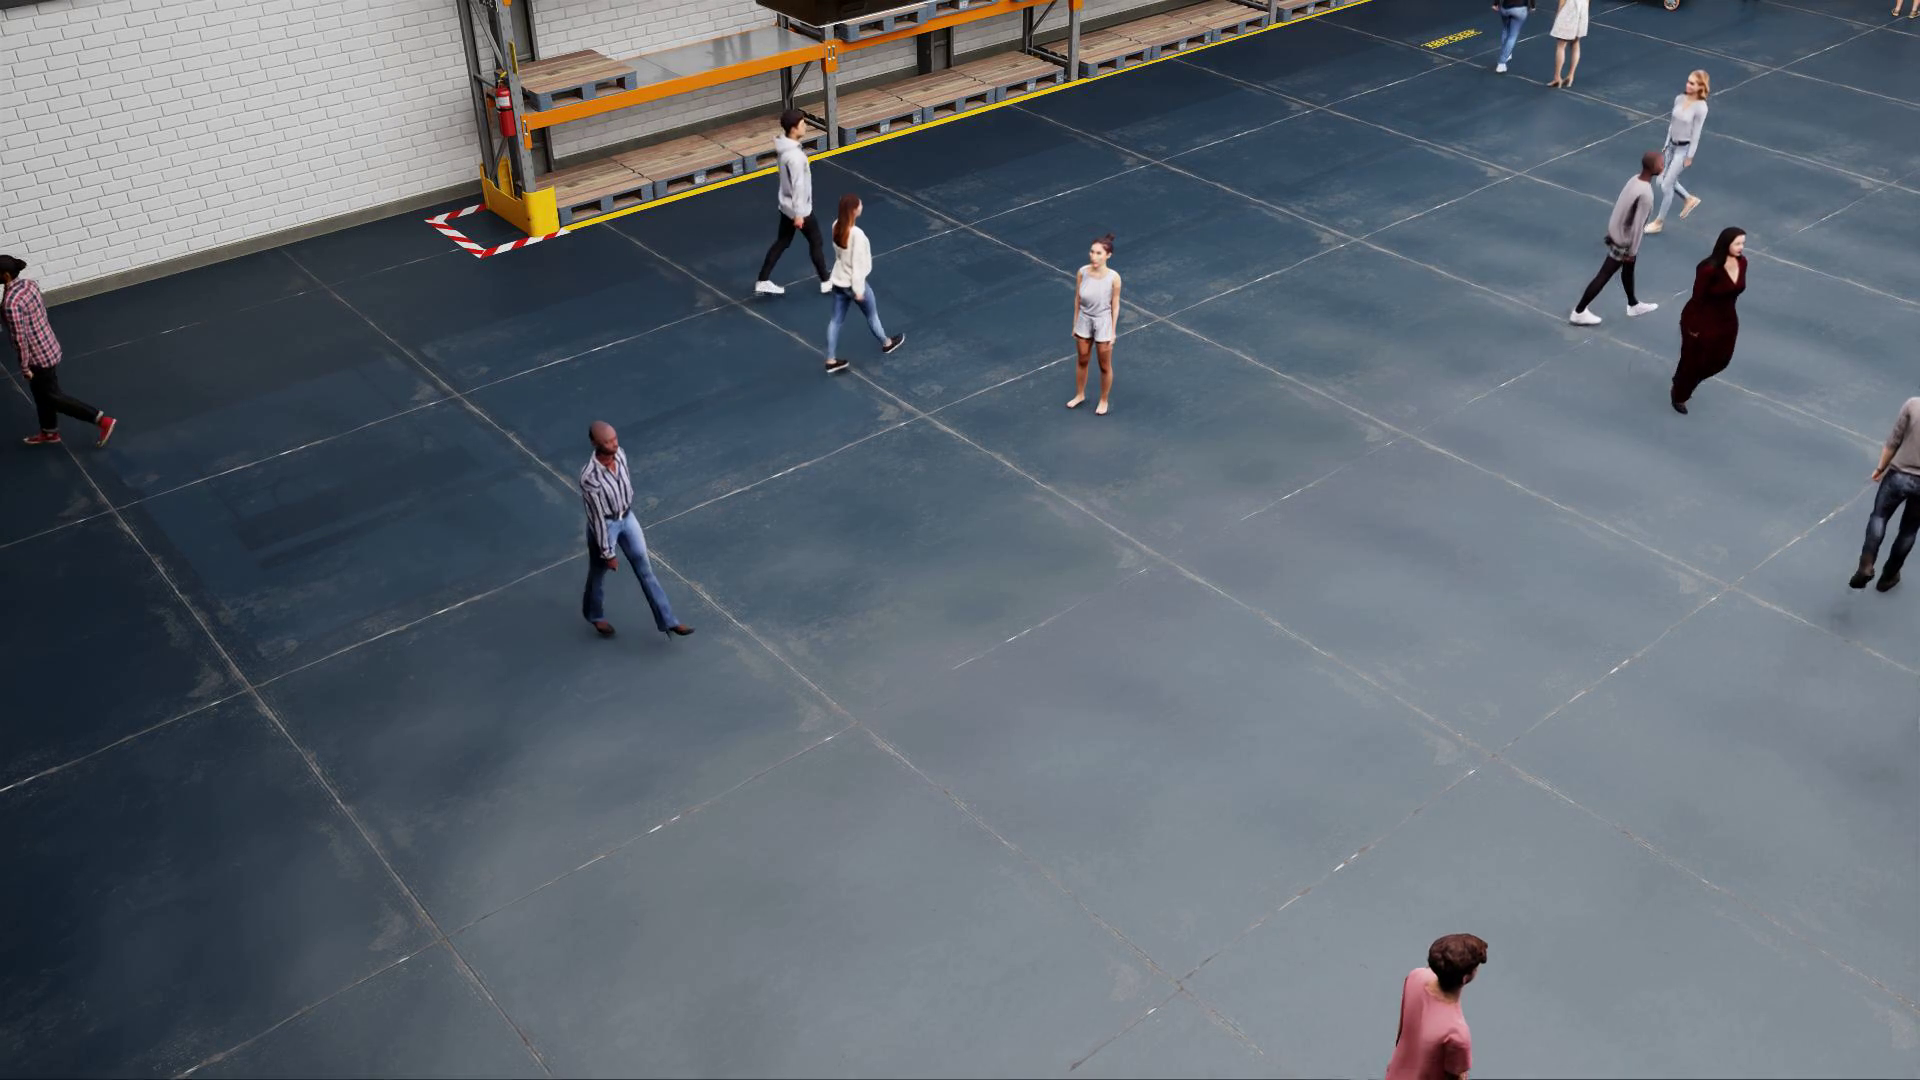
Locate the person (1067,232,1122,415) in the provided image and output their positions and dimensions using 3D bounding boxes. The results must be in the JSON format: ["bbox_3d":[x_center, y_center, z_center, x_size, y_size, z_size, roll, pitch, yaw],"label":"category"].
[{"bbox_3d":[1.181,-1.872,14.420,0.646,1.605,0.667,16,37,23],"label":"person"}]

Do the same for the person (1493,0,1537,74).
[{"bbox_3d":[7.372,-7.062,22.217,0.751,1.618,0.915,25,41,32],"label":"person"}]

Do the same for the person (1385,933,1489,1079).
[{"bbox_3d":[1.993,2.535,7.485,0.985,1.943,0.861,-8,34,-11],"label":"person"}]

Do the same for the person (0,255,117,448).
[{"bbox_3d":[-7.575,-1.549,13.805,1.192,1.748,1.029,-6,34,-9],"label":"person"}]

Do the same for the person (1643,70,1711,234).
[{"bbox_3d":[7.692,-4.113,17.633,0.994,1.779,0.832,-8,34,-12],"label":"person"}]

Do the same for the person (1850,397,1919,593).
[{"bbox_3d":[6.824,-0.393,11.941,0.807,1.886,0.954,23,40,31],"label":"person"}]

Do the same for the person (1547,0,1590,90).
[{"bbox_3d":[7.976,-6.790,21.670,0.690,1.770,0.814,-12,35,-17],"label":"person"}]

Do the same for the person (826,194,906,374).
[{"bbox_3d":[-1.057,-2.267,14.977,1.061,1.646,0.638,-24,40,-31],"label":"person"}]

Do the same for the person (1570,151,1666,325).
[{"bbox_3d":[6.203,-2.843,15.770,1.131,1.727,1.066,2,34,3],"label":"person"}]

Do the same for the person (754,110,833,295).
[{"bbox_3d":[-1.697,-3.234,16.217,1.299,1.885,0.978,-11,35,-16],"label":"person"}]

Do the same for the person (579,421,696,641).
[{"bbox_3d":[-2.495,-0.049,11.543,1.038,1.753,1.155,14,36,20],"label":"person"}]

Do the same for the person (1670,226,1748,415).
[{"bbox_3d":[6.394,-1.928,14.373,0.721,1.750,0.827,-14,36,-19],"label":"person"}]
